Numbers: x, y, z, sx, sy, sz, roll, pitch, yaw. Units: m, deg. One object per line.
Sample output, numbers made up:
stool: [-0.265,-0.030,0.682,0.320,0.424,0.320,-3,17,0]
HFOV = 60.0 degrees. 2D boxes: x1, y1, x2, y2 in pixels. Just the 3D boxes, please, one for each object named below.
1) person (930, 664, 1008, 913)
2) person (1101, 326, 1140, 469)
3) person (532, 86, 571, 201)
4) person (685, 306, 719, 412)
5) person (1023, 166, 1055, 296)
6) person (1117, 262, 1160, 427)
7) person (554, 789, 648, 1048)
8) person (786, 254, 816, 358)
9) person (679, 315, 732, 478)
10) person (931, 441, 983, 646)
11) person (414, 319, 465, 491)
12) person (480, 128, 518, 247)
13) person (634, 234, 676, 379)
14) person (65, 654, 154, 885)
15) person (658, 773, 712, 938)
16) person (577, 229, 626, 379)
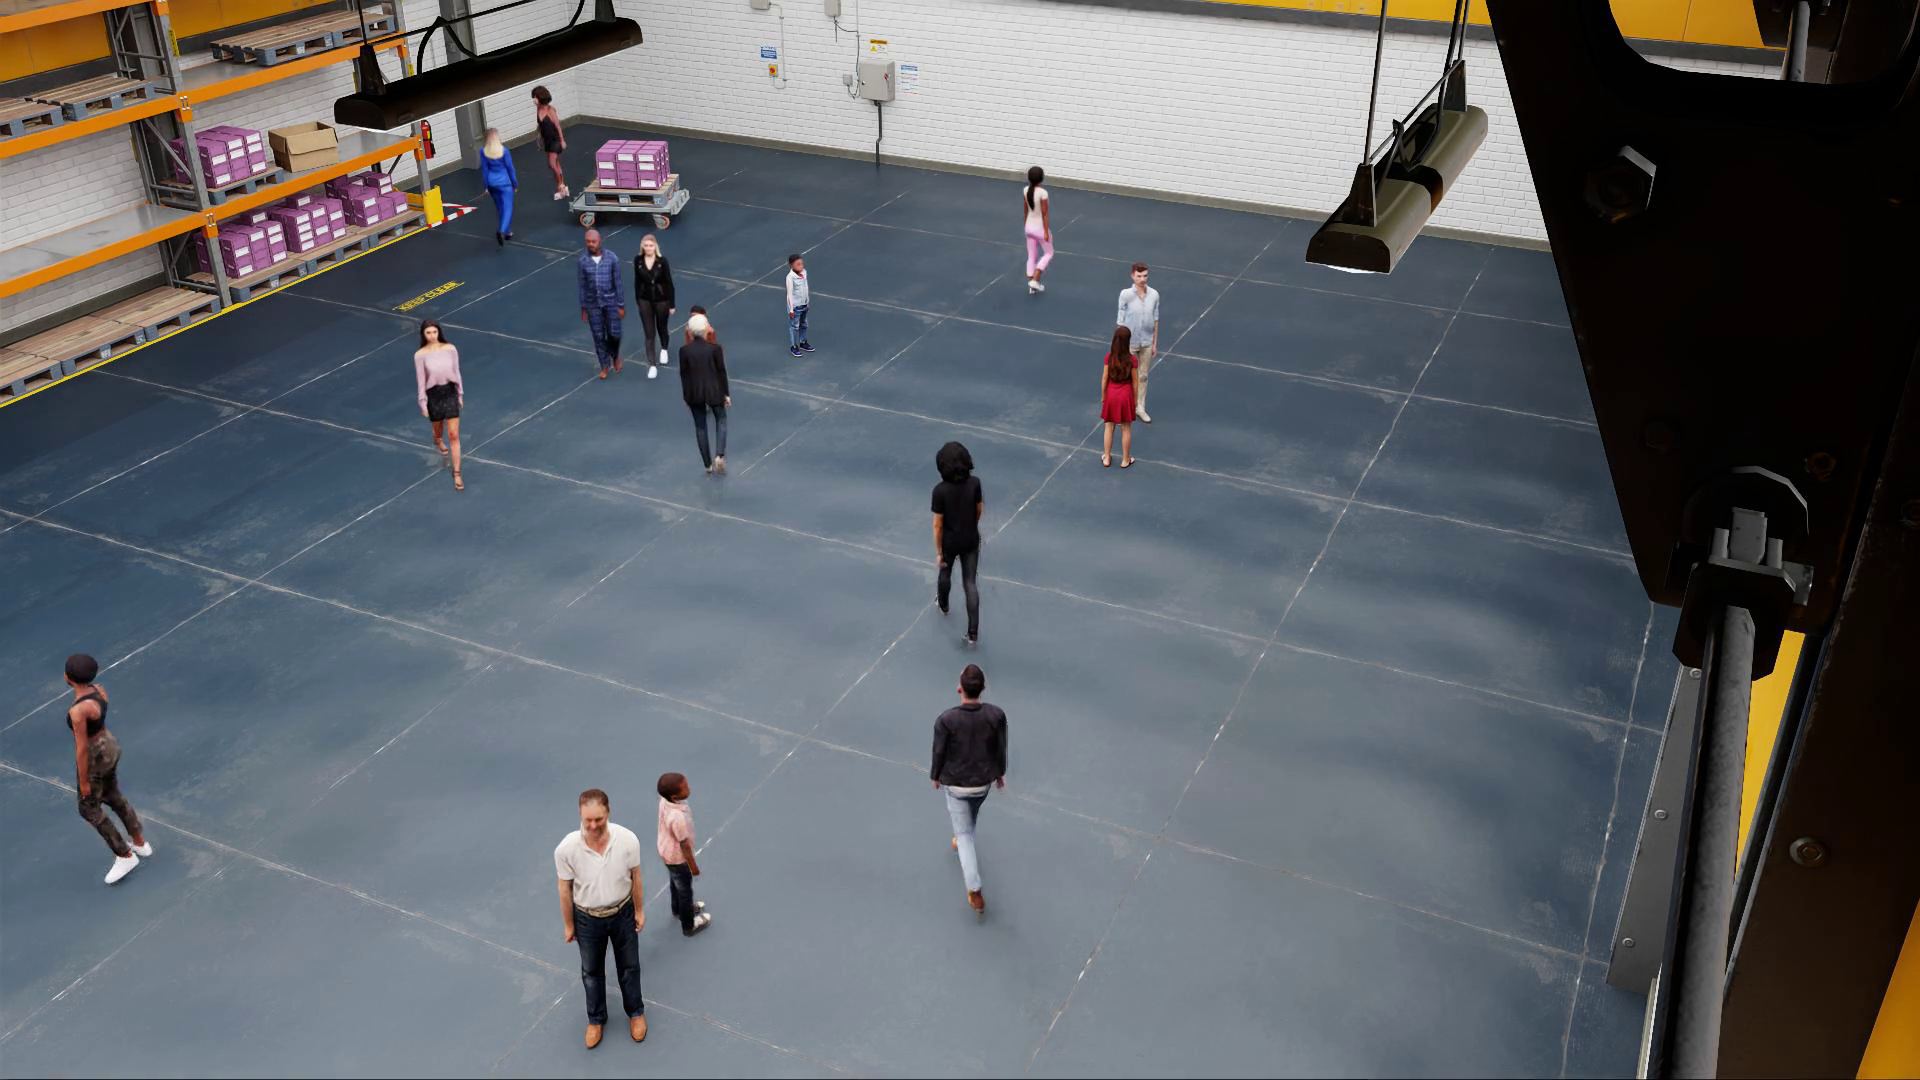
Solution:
person: [0.074,1.699,11.326,1.110,1.807,1.195,-8,30,-15]
person: [1.671,-1.508,17.470,0.605,1.553,0.660,6,29,11]
person: [-6.248,-6.160,25.773,0.649,1.769,0.688,17,33,28]
person: [-2.889,-2.096,18.882,0.640,1.234,0.893,5,29,9]
person: [0.959,-4.062,21.962,0.684,1.735,0.718,25,37,38]
person: [1.953,-2.191,18.415,0.729,1.848,0.771,-8,30,-14]
person: [-2.178,2.278,10.213,0.754,1.856,0.780,-5,29,-10]
person: [-1.972,-2.897,20.323,0.595,1.260,0.490,22,35,34]
person: [-2.575,-1.436,17.091,0.858,1.772,0.796,-4,29,-7]
person: [0.014,0.053,14.354,1.093,1.797,1.204,-7,29,-13]
person: [-5.347,-1.431,17.087,1.096,1.784,1.091,-14,31,-23]
person: [-6.594,-5.011,23.764,0.854,1.676,1.112,2,29,4]
person: [-3.613,-2.832,19.789,0.902,1.657,1.087,-1,29,-2]
person: [-6.038,1.583,11.687,0.873,1.665,0.724,-8,30,-15]
person: [-1.909,2.095,11.124,0.664,1.305,0.607,-13,31,-23]
person: [-4.212,-2.811,19.595,0.811,1.805,0.845,-4,29,-6]
